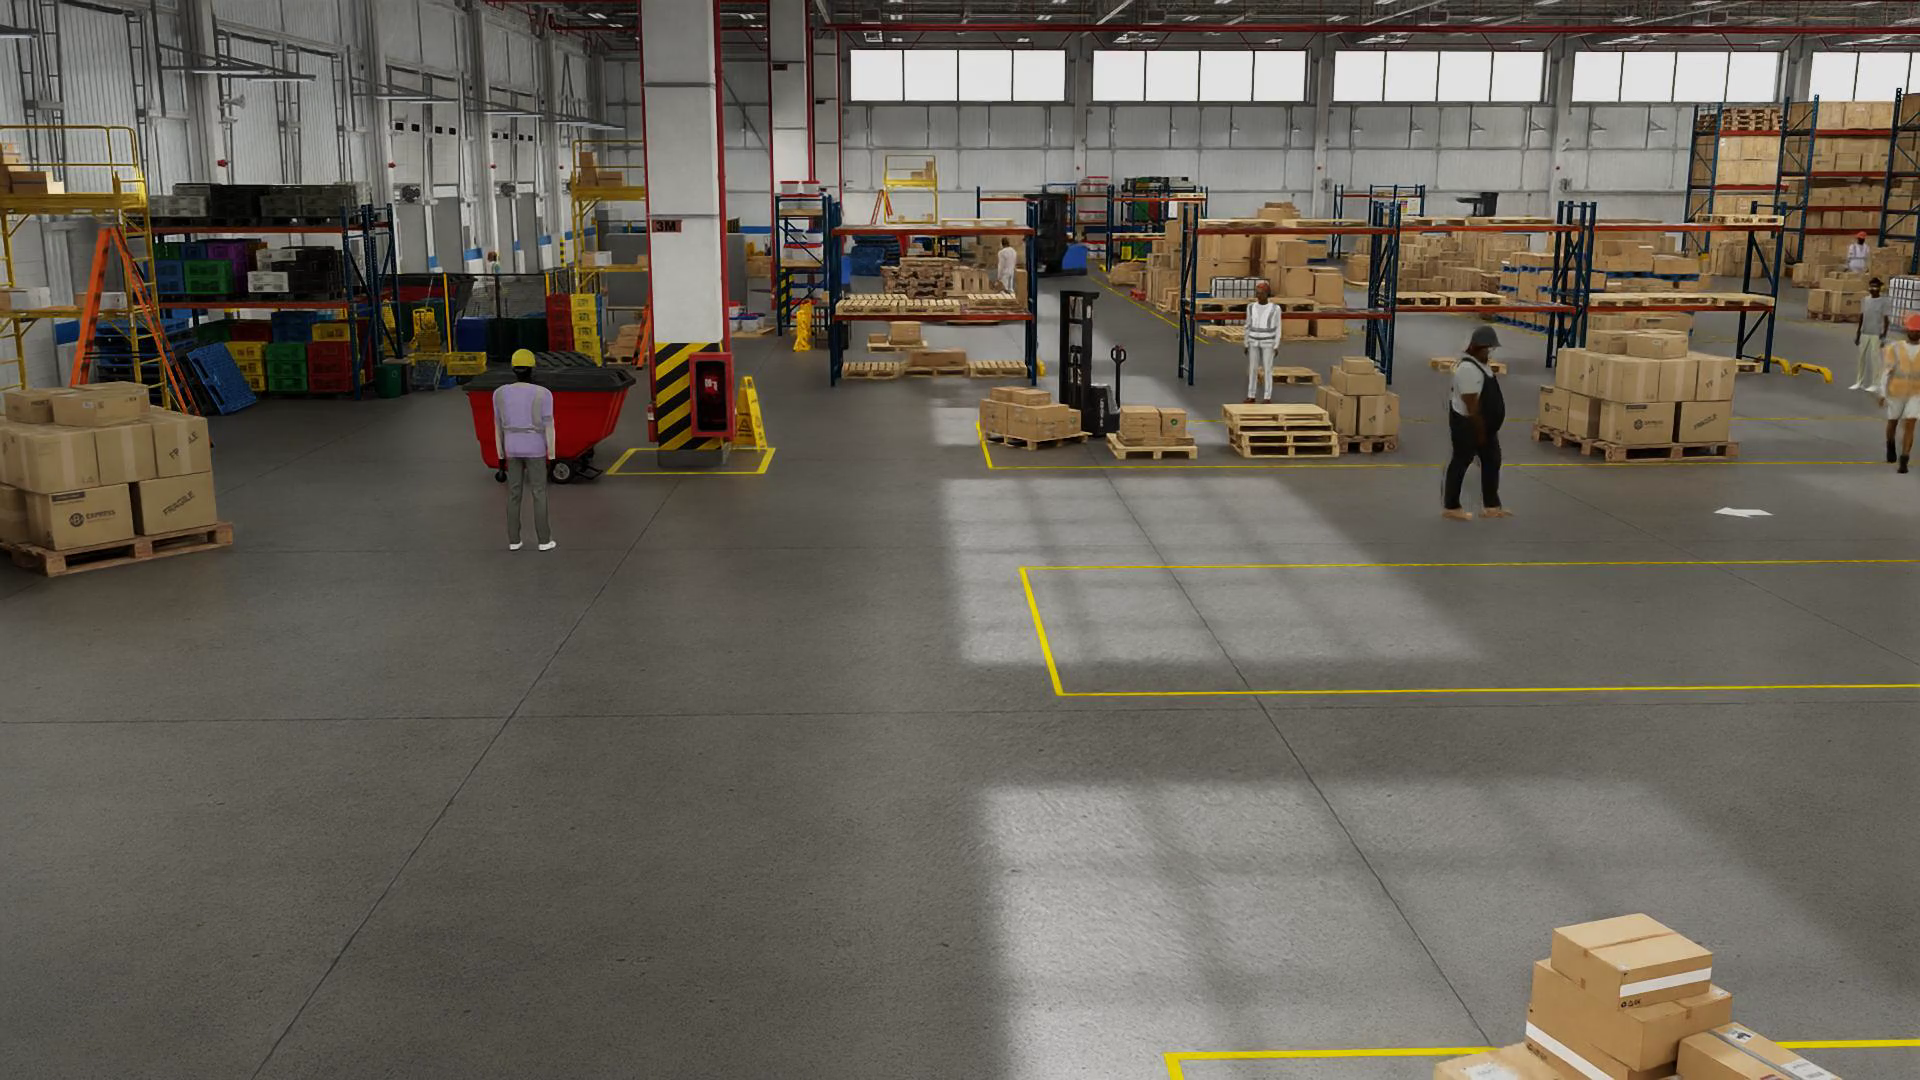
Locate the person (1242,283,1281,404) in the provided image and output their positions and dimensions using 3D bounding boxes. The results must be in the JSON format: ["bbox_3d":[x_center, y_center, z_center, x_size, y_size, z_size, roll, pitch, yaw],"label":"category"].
[{"bbox_3d":[4.622,-2.983,25.462,0.575,1.882,0.359,8,15,33],"label":"person"}]

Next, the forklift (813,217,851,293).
[{"bbox_3d":[-4.179,-8.622,48.651,1.873,2.768,1.129,-2,13,-7],"label":"forklift"}]

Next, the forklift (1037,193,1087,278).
[{"bbox_3d":[3.307,-10.338,56.398,1.873,2.768,1.129,-7,14,-28],"label":"forklift"}]

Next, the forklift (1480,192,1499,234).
[{"bbox_3d":[19.031,-11.140,60.016,1.873,2.768,1.129,0,12,-2],"label":"forklift"}]

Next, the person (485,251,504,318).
[{"bbox_3d":[-11.473,-6.267,40.871,0.522,1.632,0.313,10,16,38],"label":"person"}]

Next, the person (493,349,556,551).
[{"bbox_3d":[-4.104,-0.848,15.753,0.584,1.918,0.408,1,13,4],"label":"person"}]

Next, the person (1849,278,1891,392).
[{"bbox_3d":[14.914,-3.357,27.215,0.331,1.860,0.543,-6,14,-26],"label":"person"}]

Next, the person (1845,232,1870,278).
[{"bbox_3d":[25.126,-7.634,46.426,0.574,1.891,0.949,-1,13,-3],"label":"person"}]

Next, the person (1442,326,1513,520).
[{"bbox_3d":[5.366,-1.190,17.005,0.806,2.000,0.693,9,15,36],"label":"person"}]

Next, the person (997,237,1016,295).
[{"bbox_3d":[1.155,-6.676,42.008,0.372,1.940,0.632,10,16,38],"label":"person"}]

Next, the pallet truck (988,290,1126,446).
[{"bbox_3d":[1.257,-2.299,22.111,1.885,1.965,0.823,-9,15,-35],"label":"pallet truck"}]

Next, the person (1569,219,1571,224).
[{"bbox_3d":[21.326,-10.197,57.842,0.761,1.970,0.622,5,13,21],"label":"person"}]

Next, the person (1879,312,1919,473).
[{"bbox_3d":[11.419,-1.801,20.072,0.552,1.914,0.875,6,14,25],"label":"person"}]
